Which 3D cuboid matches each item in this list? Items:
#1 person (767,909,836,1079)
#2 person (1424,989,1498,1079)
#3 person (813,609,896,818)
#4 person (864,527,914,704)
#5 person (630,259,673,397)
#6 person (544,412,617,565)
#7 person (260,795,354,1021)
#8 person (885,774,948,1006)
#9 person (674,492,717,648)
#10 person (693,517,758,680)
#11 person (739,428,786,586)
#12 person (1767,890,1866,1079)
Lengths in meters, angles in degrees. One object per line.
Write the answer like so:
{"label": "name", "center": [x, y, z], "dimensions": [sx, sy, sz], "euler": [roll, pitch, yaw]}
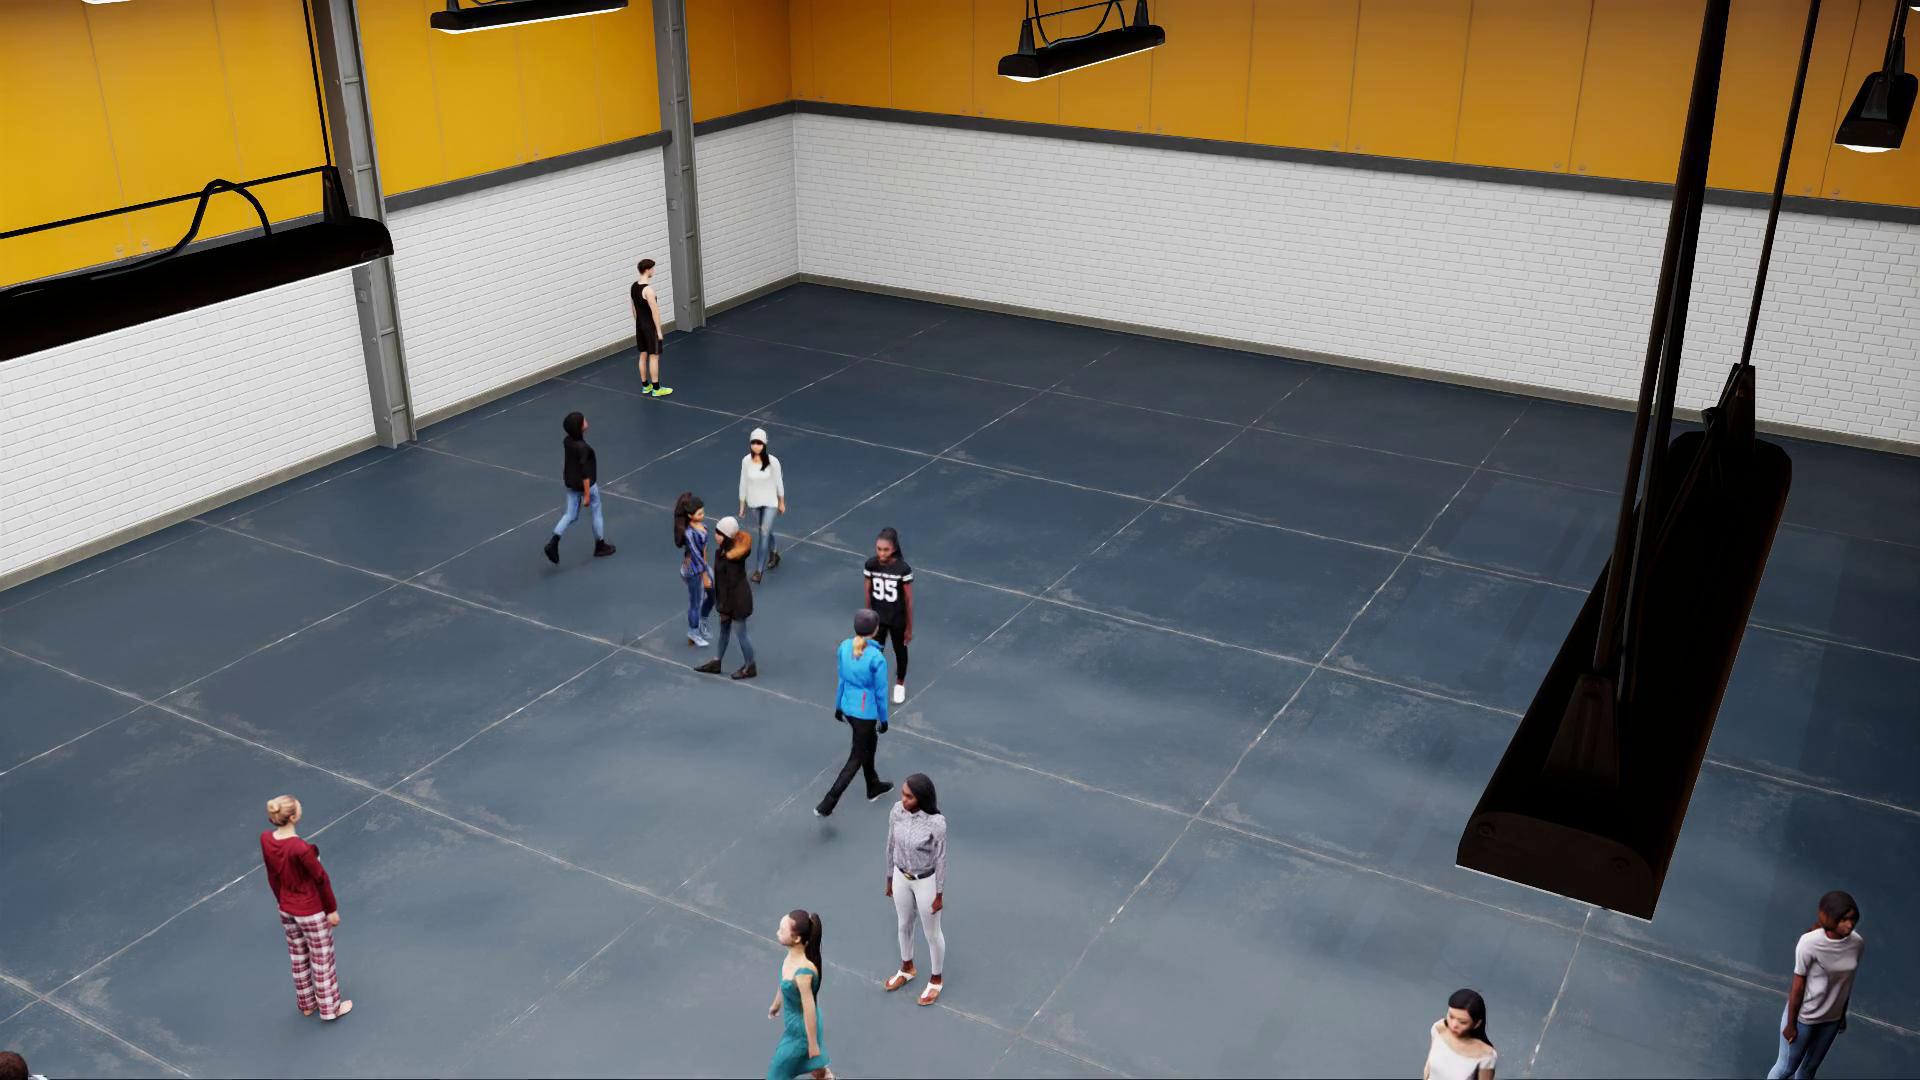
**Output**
{"label": "person", "center": [-0.849, 2.883, 9.812], "dimensions": [0.879, 1.662, 0.860], "euler": [-2, 24, -5]}
{"label": "person", "center": [2.730, 3.169, 9.087], "dimensions": [1.269, 1.719, 0.864], "euler": [-20, 31, -38]}
{"label": "person", "center": [-0.847, 1.415, 13.047], "dimensions": [0.806, 1.760, 1.180], "euler": [19, 30, 36]}
{"label": "person", "center": [-0.600, 0.674, 14.804], "dimensions": [0.800, 1.710, 0.992], "euler": [3, 24, 7]}
{"label": "person", "center": [-4.278, -2.913, 22.787], "dimensions": [0.731, 1.891, 0.659], "euler": [20, 31, 38]}
{"label": "person", "center": [-4.081, -0.519, 17.579], "dimensions": [0.676, 1.675, 1.103], "euler": [19, 30, 36]}
{"label": "person", "center": [-4.301, 2.393, 10.890], "dimensions": [0.637, 1.696, 0.524], "euler": [10, 26, 22]}
{"label": "person", "center": [-0.279, 2.295, 11.081], "dimensions": [0.605, 1.722, 0.510], "euler": [15, 28, 30]}
{"label": "person", "center": [-2.575, 0.306, 15.775], "dimensions": [0.779, 1.607, 0.662], "euler": [2, 24, 5]}
{"label": "person", "center": [-2.004, 0.534, 15.234], "dimensions": [0.963, 1.623, 0.899], "euler": [-6, 24, -14]}
{"label": "person", "center": [-2.042, -0.389, 17.373], "dimensions": [0.790, 1.601, 1.143], "euler": [6, 24, 13]}
{"label": "person", "center": [5.062, 2.825, 9.873], "dimensions": [0.665, 1.719, 0.724], "euler": [-6, 24, -13]}
